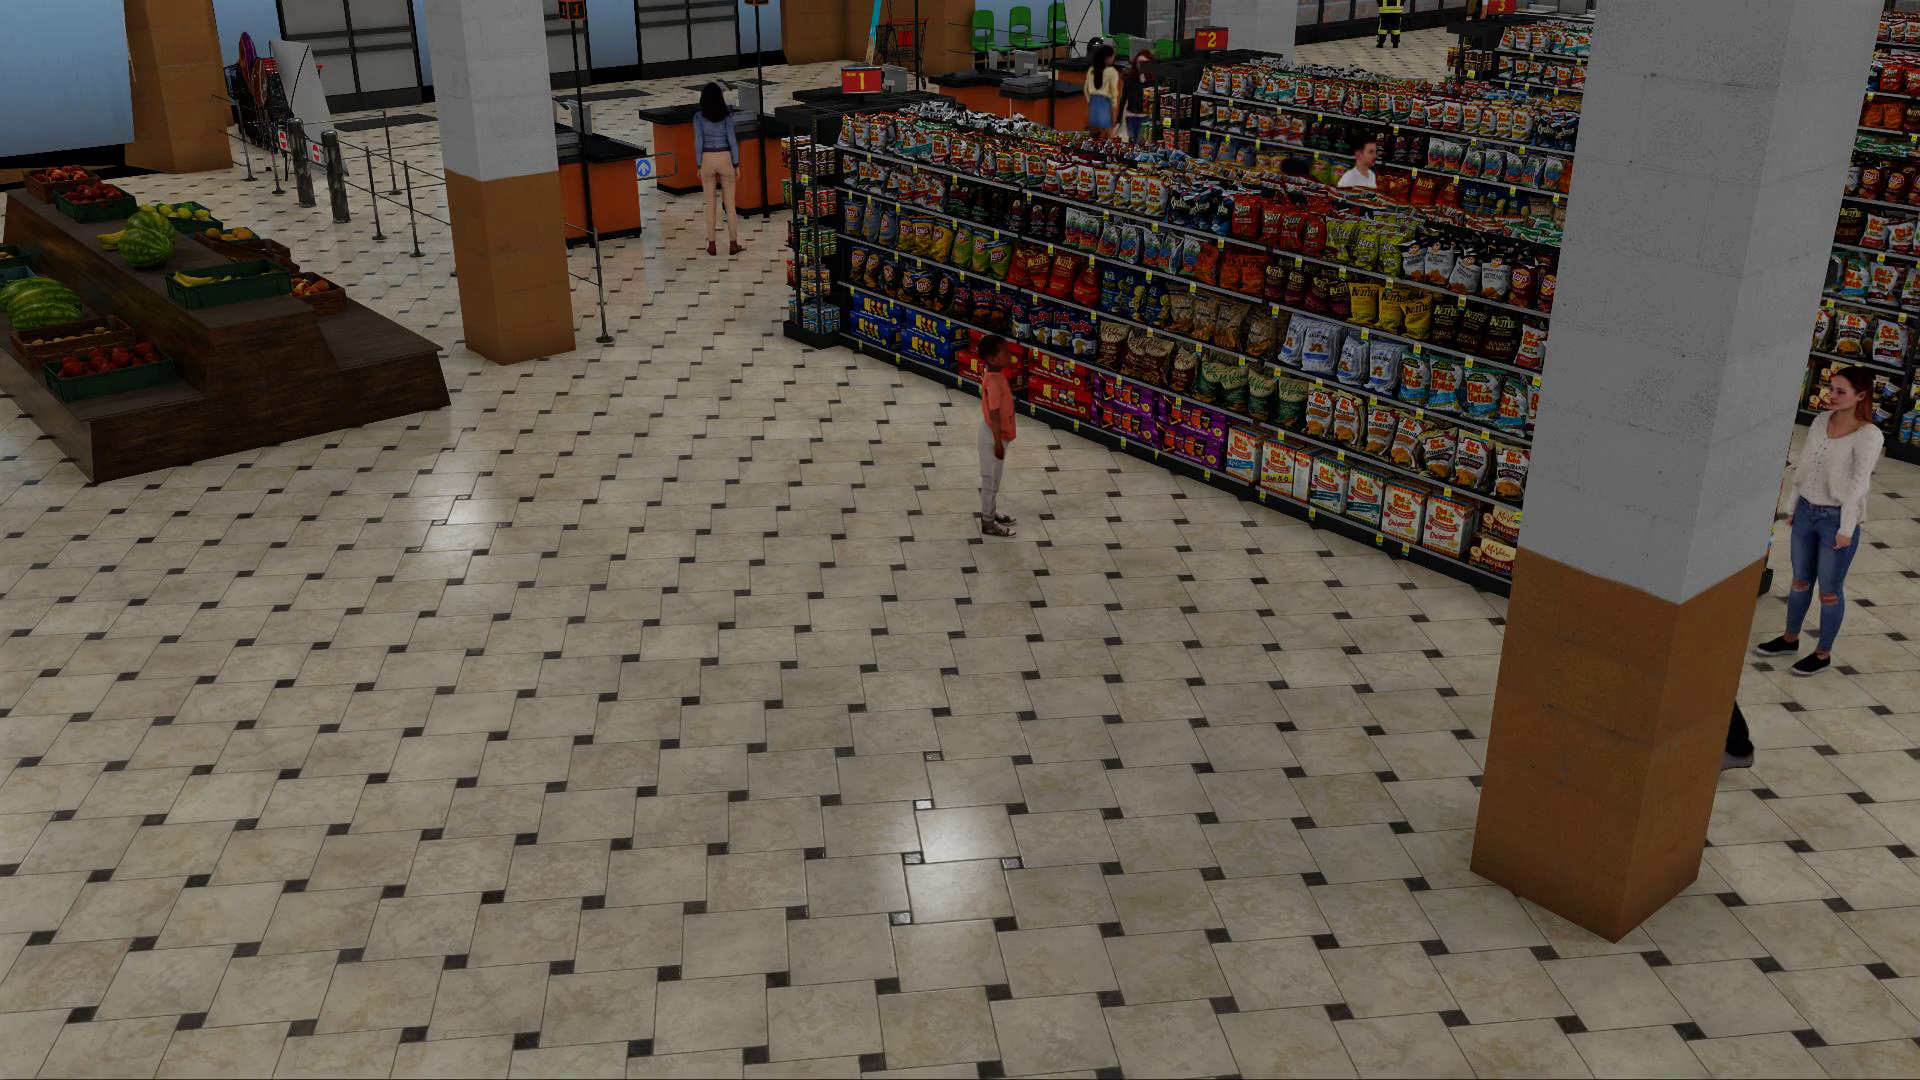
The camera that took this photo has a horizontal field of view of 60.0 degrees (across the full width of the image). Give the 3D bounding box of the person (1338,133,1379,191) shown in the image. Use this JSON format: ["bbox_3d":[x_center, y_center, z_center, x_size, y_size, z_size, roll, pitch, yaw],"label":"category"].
[{"bbox_3d":[3.279,-2.537,14.190,1.144,1.826,0.766,20,31,38],"label":"person"}]

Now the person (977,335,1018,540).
[{"bbox_3d":[0.214,-0.672,10.569,0.624,1.311,0.560,1,24,3],"label":"person"}]

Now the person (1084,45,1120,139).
[{"bbox_3d":[1.739,-5.361,20.900,0.621,1.619,0.778,16,28,32],"label":"person"}]

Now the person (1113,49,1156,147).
[{"bbox_3d":[2.130,-4.828,19.547,1.246,1.728,0.966,13,27,27],"label":"person"}]

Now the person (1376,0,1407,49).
[{"bbox_3d":[8.460,-10.624,32.620,0.874,1.866,0.943,3,24,7],"label":"person"}]

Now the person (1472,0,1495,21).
[{"bbox_3d":[8.950,-8.770,28.404,0.702,1.849,0.727,12,27,26],"label":"person"}]

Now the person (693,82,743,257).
[{"bbox_3d":[-2.517,-3.851,17.255,0.706,1.774,0.747,-1,24,-3],"label":"person"}]

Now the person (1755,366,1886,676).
[{"bbox_3d":[4.591,-0.106,8.799,0.740,1.694,0.604,-8,25,-19],"label":"person"}]
